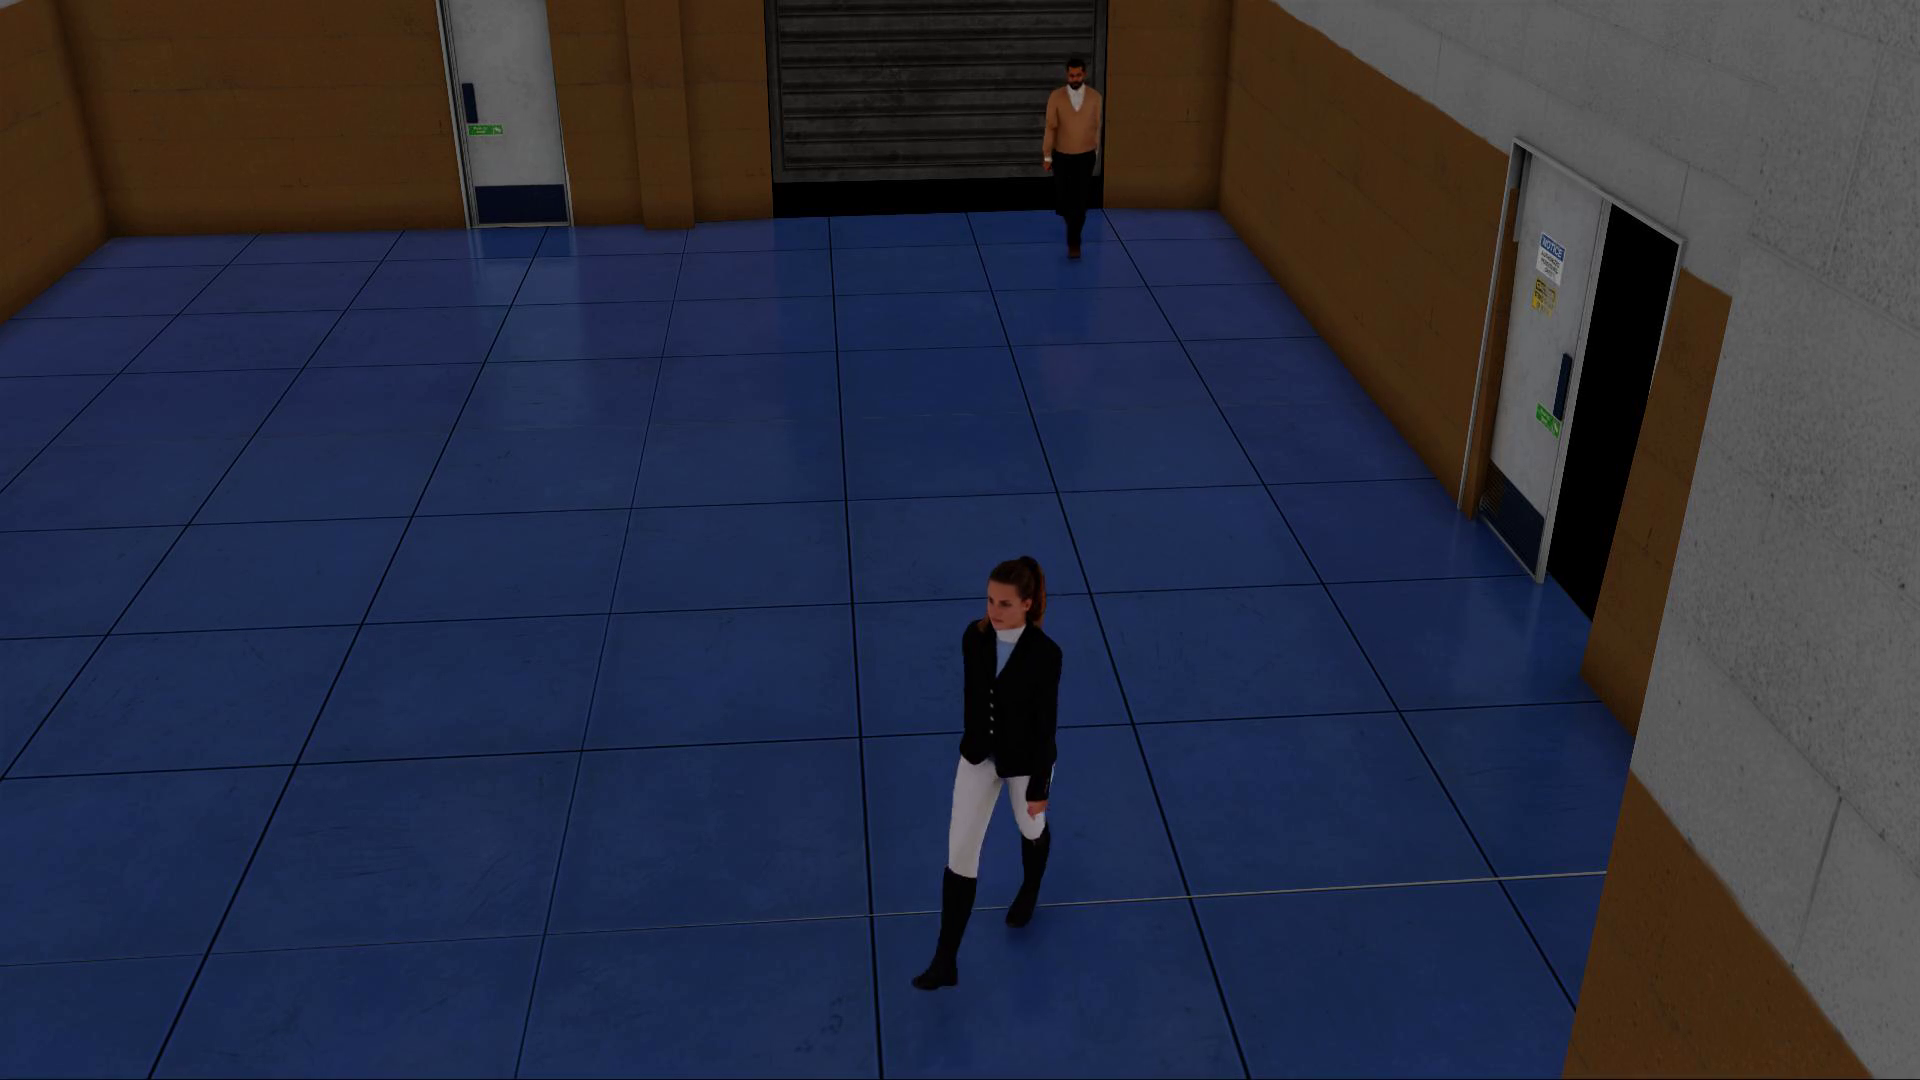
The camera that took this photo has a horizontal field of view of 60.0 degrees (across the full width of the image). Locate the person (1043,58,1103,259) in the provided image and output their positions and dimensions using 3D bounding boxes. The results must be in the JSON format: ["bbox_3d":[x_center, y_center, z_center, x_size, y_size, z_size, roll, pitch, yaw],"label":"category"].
[{"bbox_3d":[1.017,-3.406,14.752,1.121,1.702,0.835,1,27,2],"label":"person"}]

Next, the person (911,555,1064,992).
[{"bbox_3d":[0.230,0.837,6.385,1.110,1.693,1.030,13,30,24],"label":"person"}]
